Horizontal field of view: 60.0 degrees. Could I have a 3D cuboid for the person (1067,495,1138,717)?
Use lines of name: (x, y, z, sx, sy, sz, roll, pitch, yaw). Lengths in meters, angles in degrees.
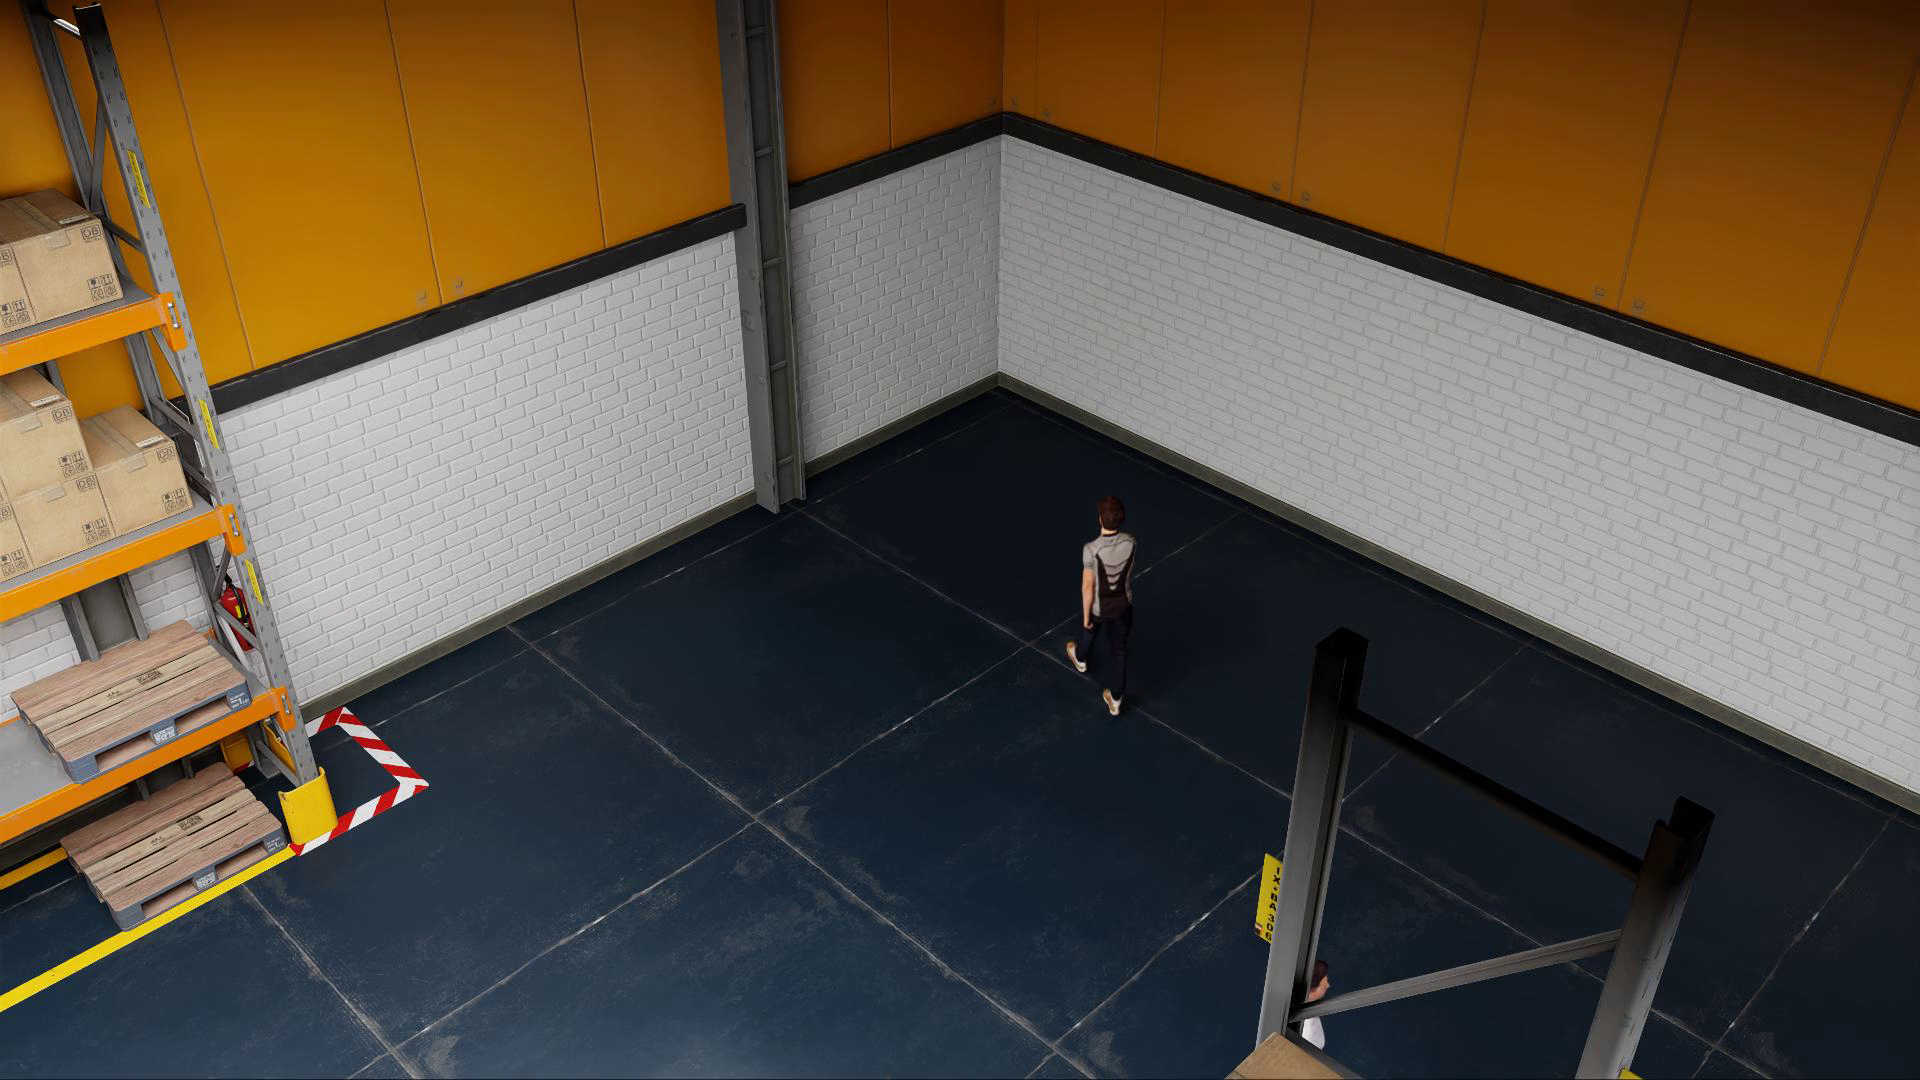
person: (1.198, 0.554, 12.978, 1.135, 1.854, 1.056, -8, 35, -12)
